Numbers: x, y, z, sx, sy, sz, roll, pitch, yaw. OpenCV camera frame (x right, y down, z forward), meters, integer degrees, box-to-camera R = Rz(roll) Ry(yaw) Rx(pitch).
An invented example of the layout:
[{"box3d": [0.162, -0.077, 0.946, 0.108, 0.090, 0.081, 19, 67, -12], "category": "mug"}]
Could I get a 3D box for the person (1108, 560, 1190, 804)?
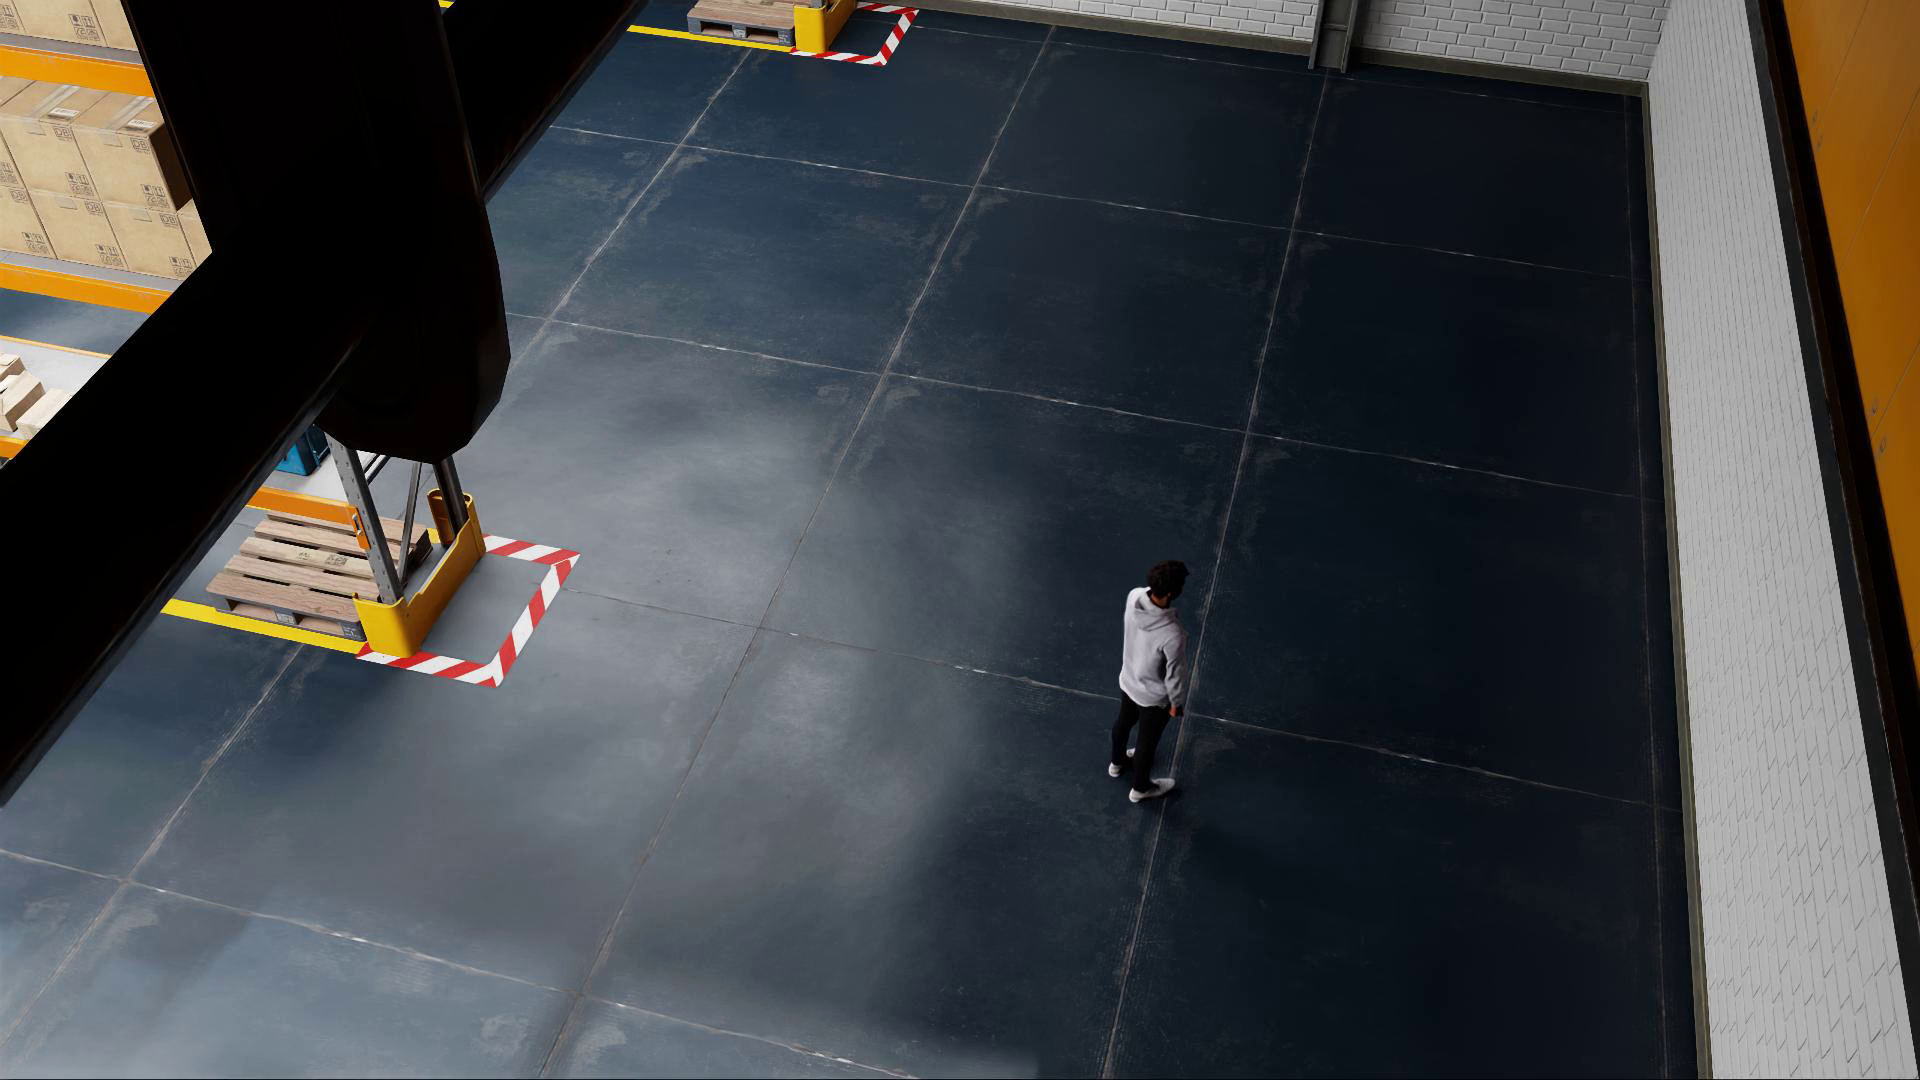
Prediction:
[{"box3d": [1.127, 0.844, 9.992, 0.819, 1.927, 0.748, -24, 48, -23], "category": "person"}]
